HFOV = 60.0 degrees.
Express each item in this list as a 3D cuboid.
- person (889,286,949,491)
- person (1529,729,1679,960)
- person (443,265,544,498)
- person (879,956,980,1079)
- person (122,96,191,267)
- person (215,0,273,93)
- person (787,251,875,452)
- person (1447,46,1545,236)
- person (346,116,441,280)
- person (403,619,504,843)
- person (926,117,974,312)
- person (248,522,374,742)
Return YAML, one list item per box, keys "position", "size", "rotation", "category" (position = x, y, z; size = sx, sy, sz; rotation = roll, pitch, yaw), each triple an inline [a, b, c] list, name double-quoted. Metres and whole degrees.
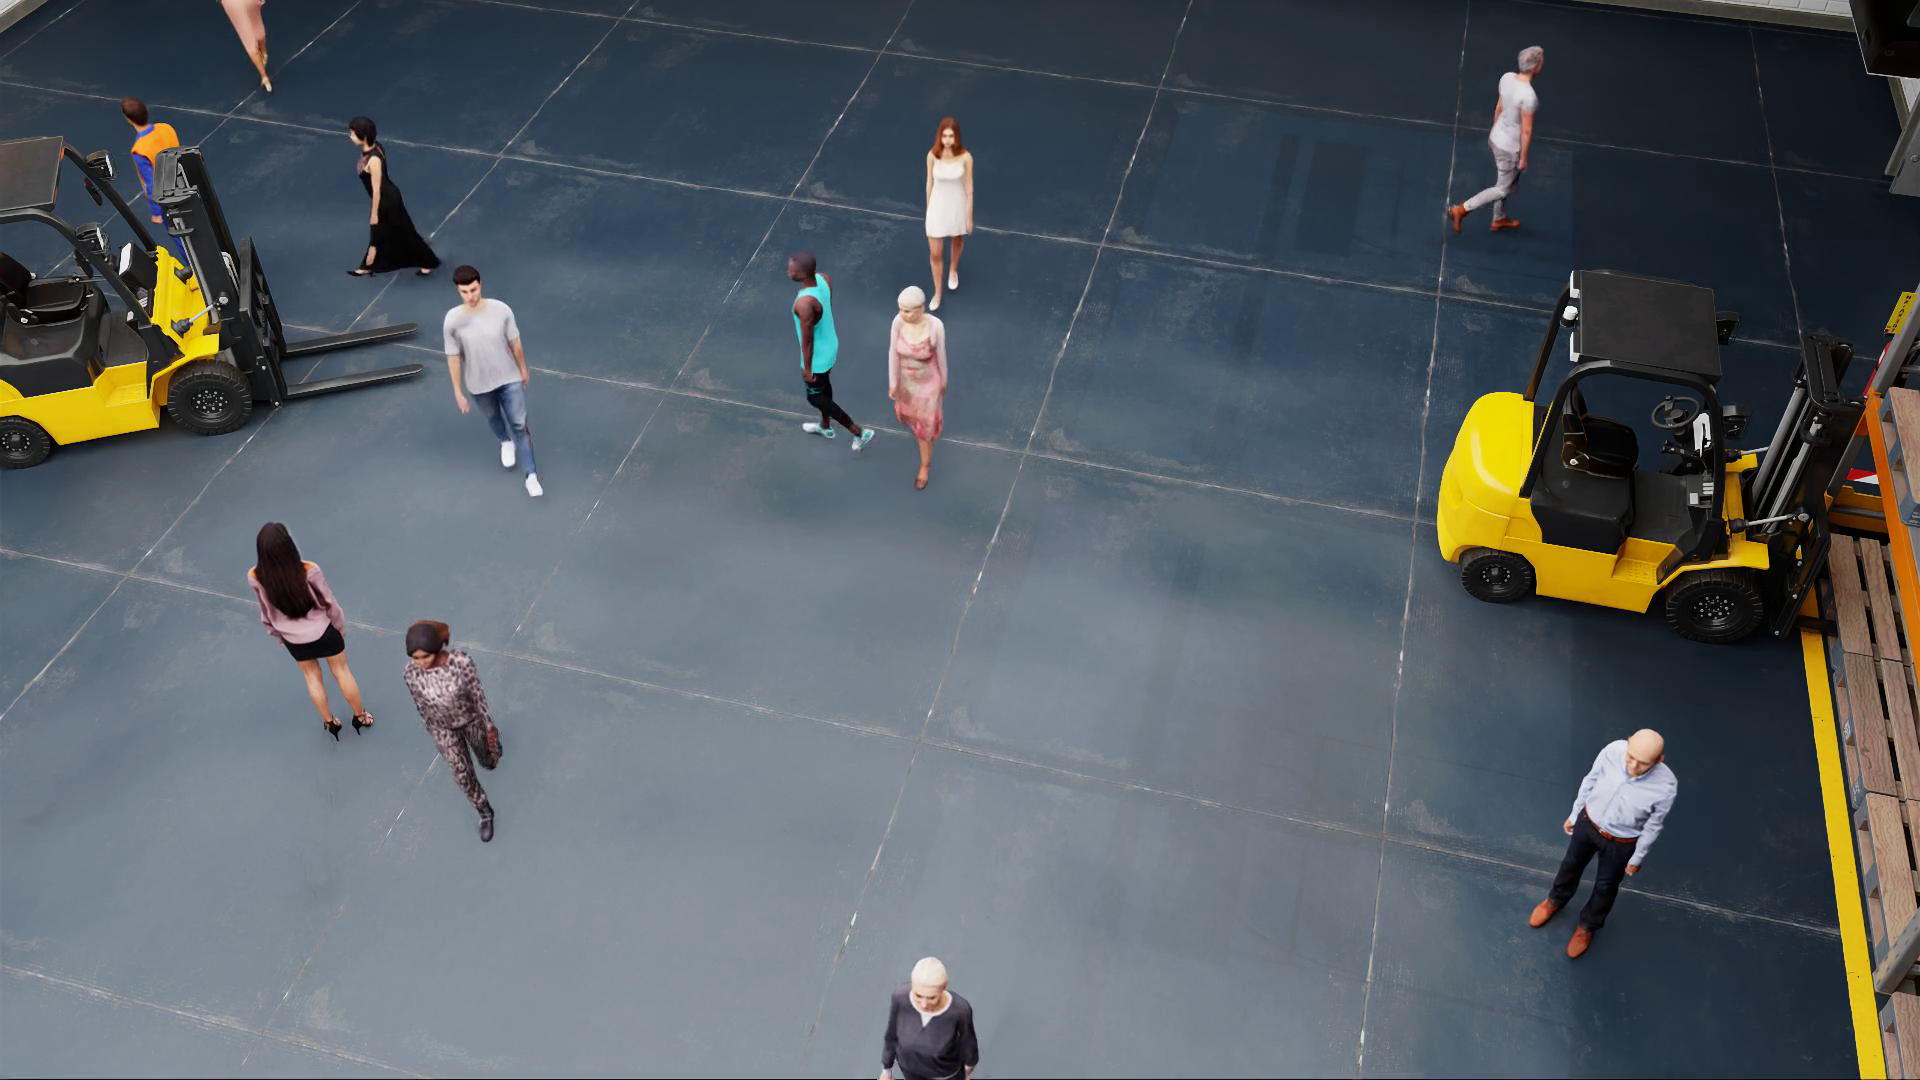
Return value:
- position: [-0.311, -1.236, 12.378]
  size: [0.591, 1.666, 0.999]
  rotation: [9, 44, 9]
  category: "person"
- position: [3.613, 1.633, 9.275]
  size: [0.759, 1.790, 0.735]
  rotation: [-32, 52, -29]
  category: "person"
- position: [-3.457, -1.261, 12.267]
  size: [1.052, 1.855, 1.209]
  rotation: [-13, 45, -13]
  category: "person"
- position: [-0.132, 2.534, 8.388]
  size: [0.642, 1.710, 0.799]
  rotation: [14, 45, 14]
  category: "person"
- position: [-6.597, -2.868, 13.948]
  size: [0.755, 1.862, 0.561]
  rotation: [7, 44, 7]
  category: "person"
- position: [-7.159, -5.342, 16.587]
  size: [0.984, 1.804, 1.025]
  rotation: [-24, 49, -23]
  category: "person"
- position: [-0.995, -1.378, 12.434]
  size: [0.798, 1.793, 0.861]
  rotation: [17, 46, 17]
  category: "person"
- position: [4.743, -3.451, 14.594]
  size: [1.017, 1.815, 1.093]
  rotation: [-6, 44, -7]
  category: "person"
- position: [-4.794, -2.876, 14.176]
  size: [1.025, 1.561, 1.037]
  rotation: [-15, 46, -15]
  category: "person"
- position: [-2.990, 1.050, 9.956]
  size: [0.834, 1.696, 1.026]
  rotation: [-7, 44, -8]
  category: "person"
- position: [-0.076, -2.848, 14.054]
  size: [0.649, 1.687, 0.918]
  rotation: [3, 44, 4]
  category: "person"
- position: [-4.043, 0.590, 10.356]
  size: [0.682, 1.811, 0.662]
  rotation: [-6, 44, -6]
  category: "person"
